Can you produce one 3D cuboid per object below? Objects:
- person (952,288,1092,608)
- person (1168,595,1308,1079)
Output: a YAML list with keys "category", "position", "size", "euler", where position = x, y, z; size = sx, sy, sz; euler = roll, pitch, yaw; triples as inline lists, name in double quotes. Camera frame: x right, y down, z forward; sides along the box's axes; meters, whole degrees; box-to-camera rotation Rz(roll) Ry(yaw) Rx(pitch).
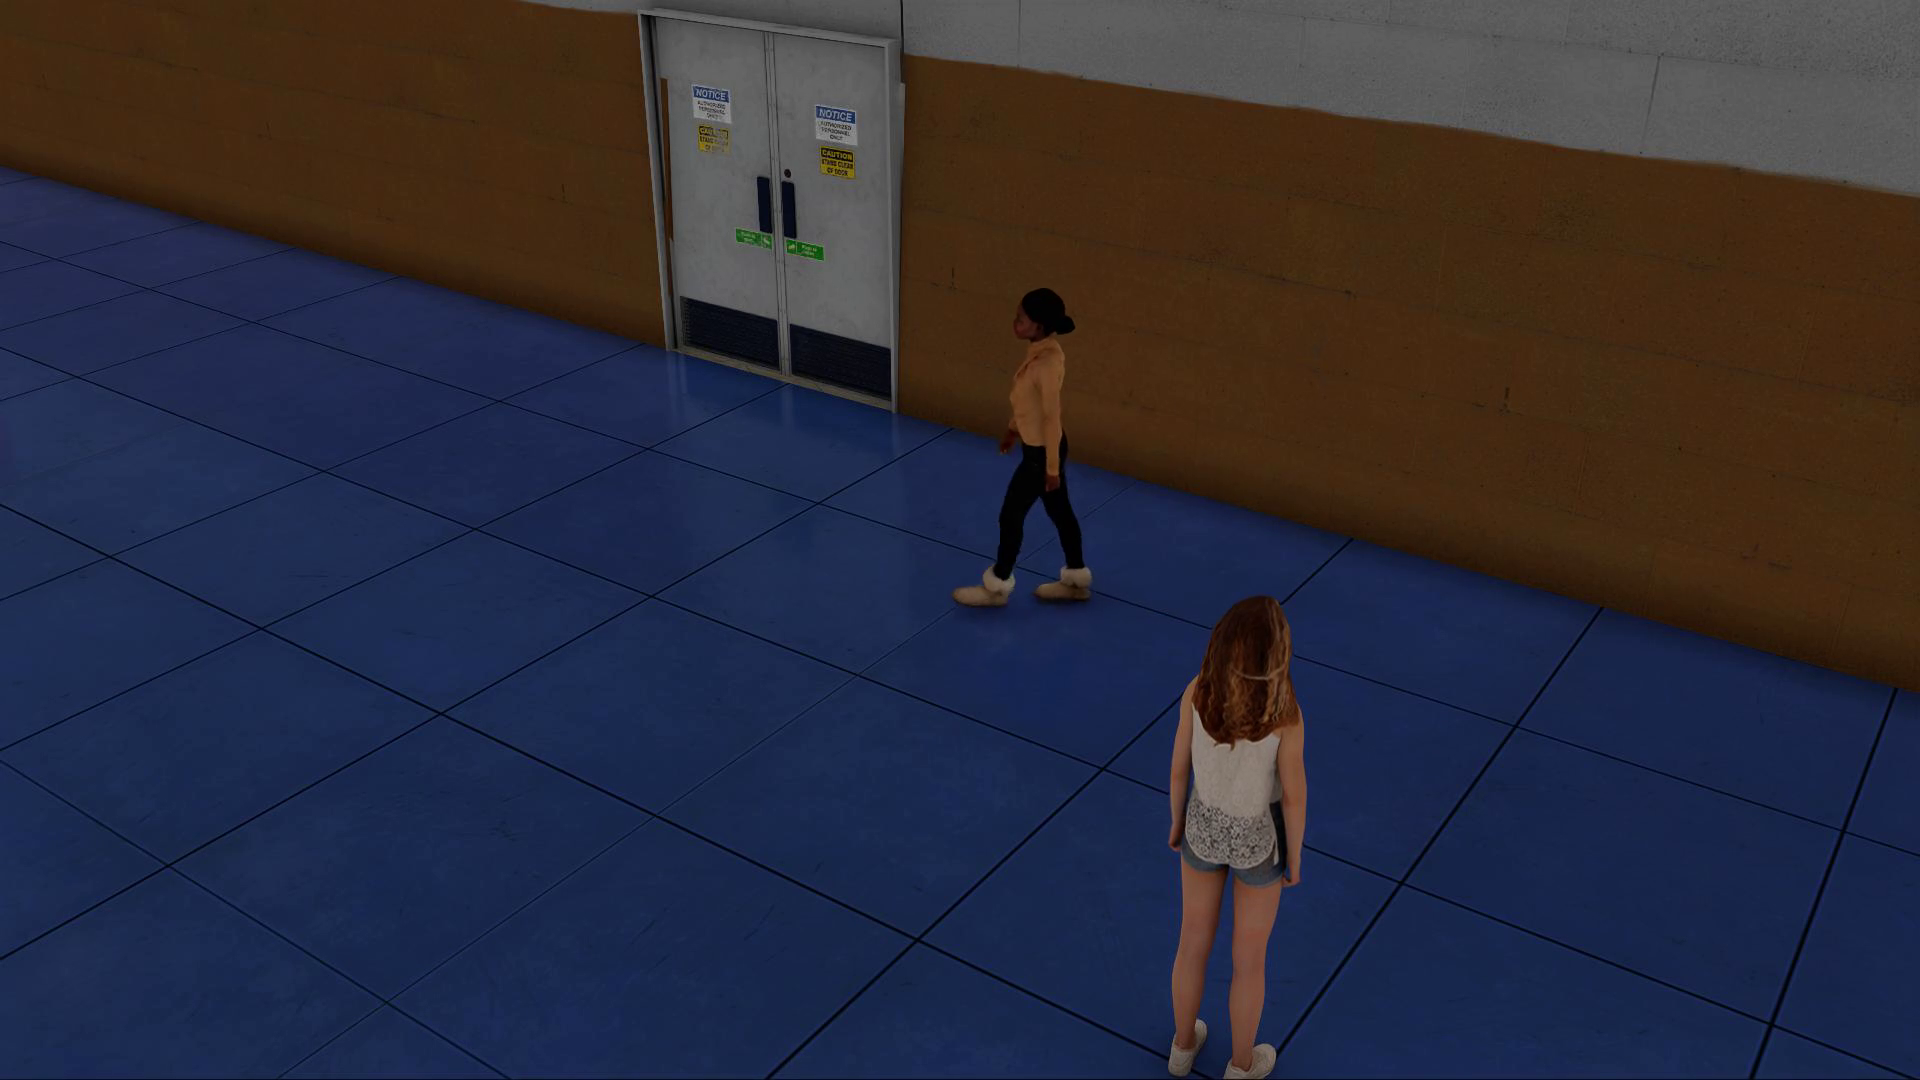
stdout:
- category: "person"
  position: [0.481, -0.414, 8.021]
  size: [0.941, 1.631, 0.964]
  euler: [2, 27, 4]
- category: "person"
  position: [0.838, 0.965, 5.161]
  size: [0.594, 1.758, 0.519]
  euler: [15, 30, 27]
